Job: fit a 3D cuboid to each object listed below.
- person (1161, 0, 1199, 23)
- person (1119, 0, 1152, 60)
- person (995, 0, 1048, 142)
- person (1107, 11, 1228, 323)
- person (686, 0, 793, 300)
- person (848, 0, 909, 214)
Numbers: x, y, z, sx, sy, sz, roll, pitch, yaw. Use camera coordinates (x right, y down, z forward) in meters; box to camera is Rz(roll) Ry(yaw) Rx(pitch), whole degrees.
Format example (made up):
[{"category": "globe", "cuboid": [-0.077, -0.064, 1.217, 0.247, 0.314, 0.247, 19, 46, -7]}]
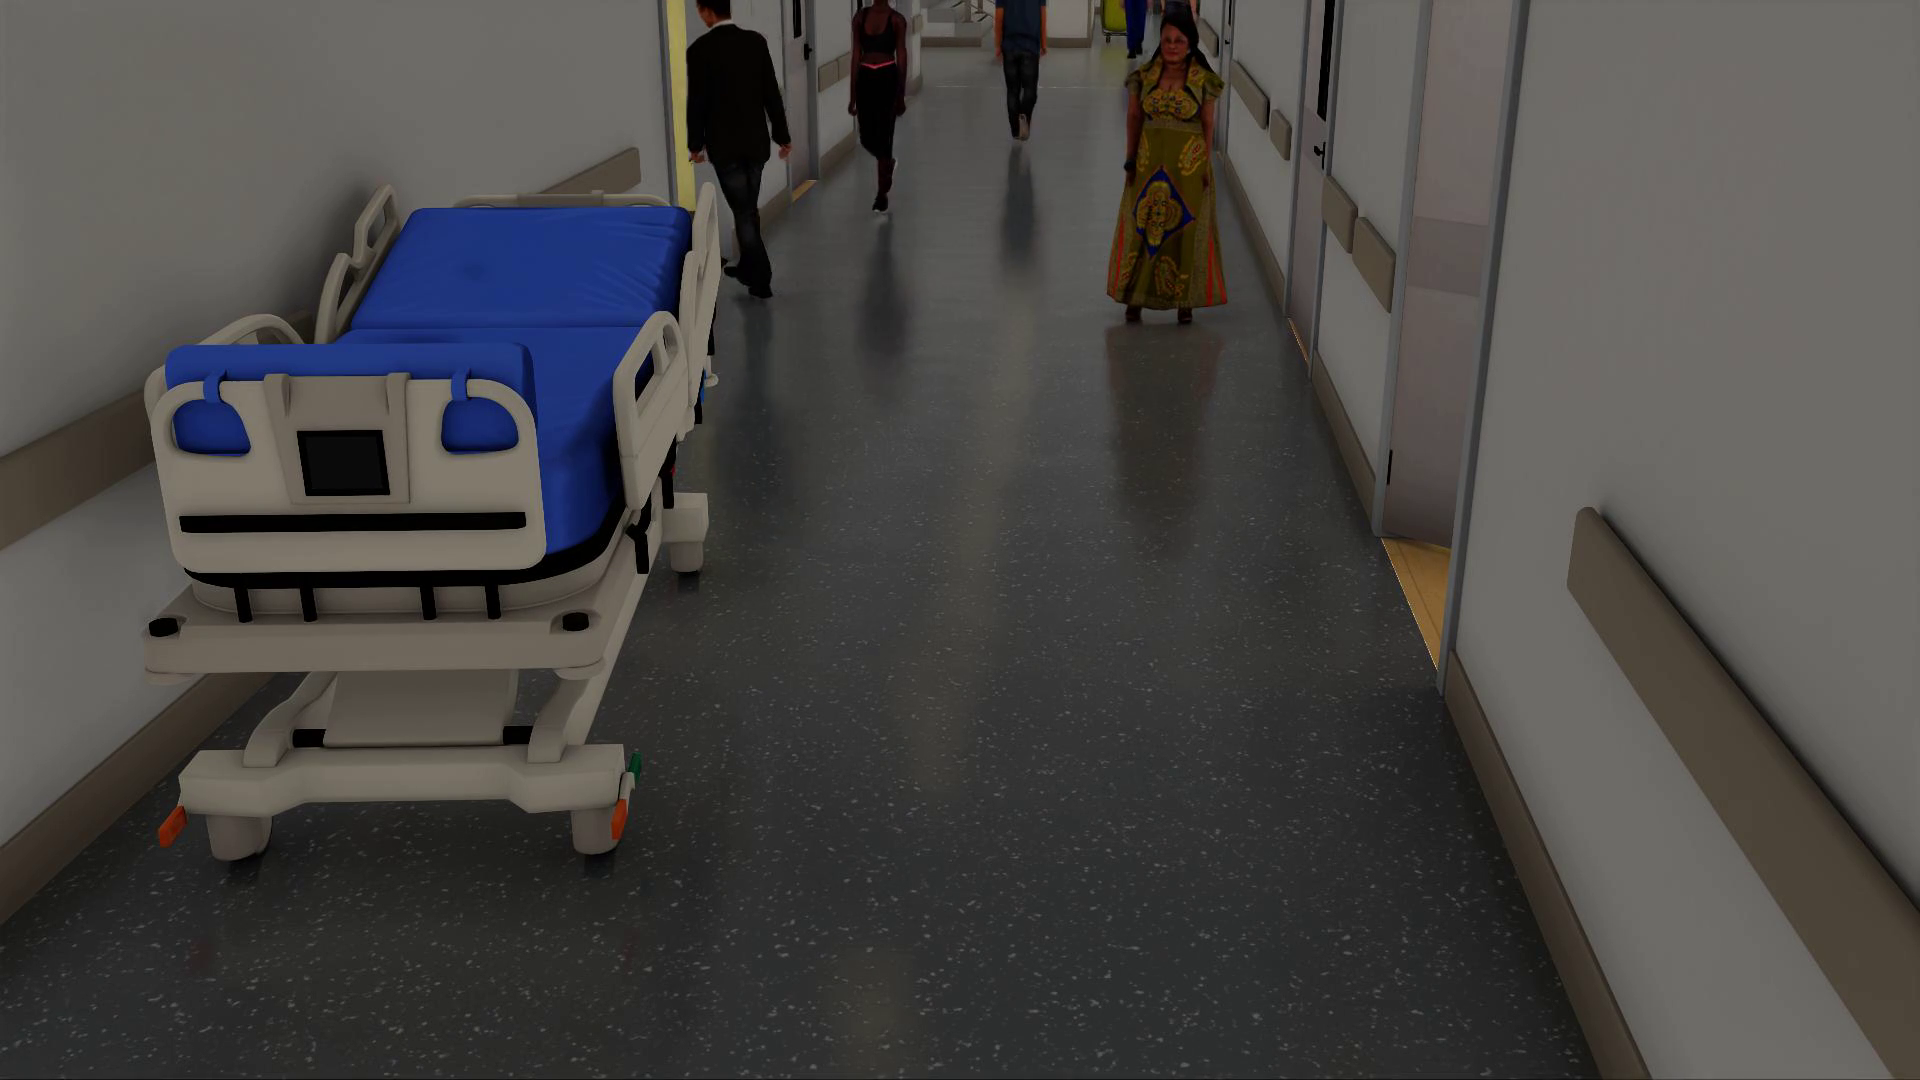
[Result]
[{"category": "person", "cuboid": [2.767, -6.719, 21.108, 0.742, 1.906, 0.843, 17, 27, 38]}, {"category": "person", "cuboid": [2.696, -8.295, 25.372, 0.659, 1.833, 0.740, 5, 21, 12]}, {"category": "person", "cuboid": [0.592, -4.716, 15.985, 0.961, 1.789, 0.724, 2, 21, 5]}, {"category": "person", "cuboid": [1.147, -2.030, 9.078, 0.718, 1.659, 0.922, 3, 21, 9]}, {"category": "person", "cuboid": [-1.231, -2.241, 9.485, 1.010, 1.765, 1.061, -12, 24, -28]}, {"category": "person", "cuboid": [-0.586, -3.368, 12.501, 0.997, 1.736, 0.777, 5, 21, 14]}]
